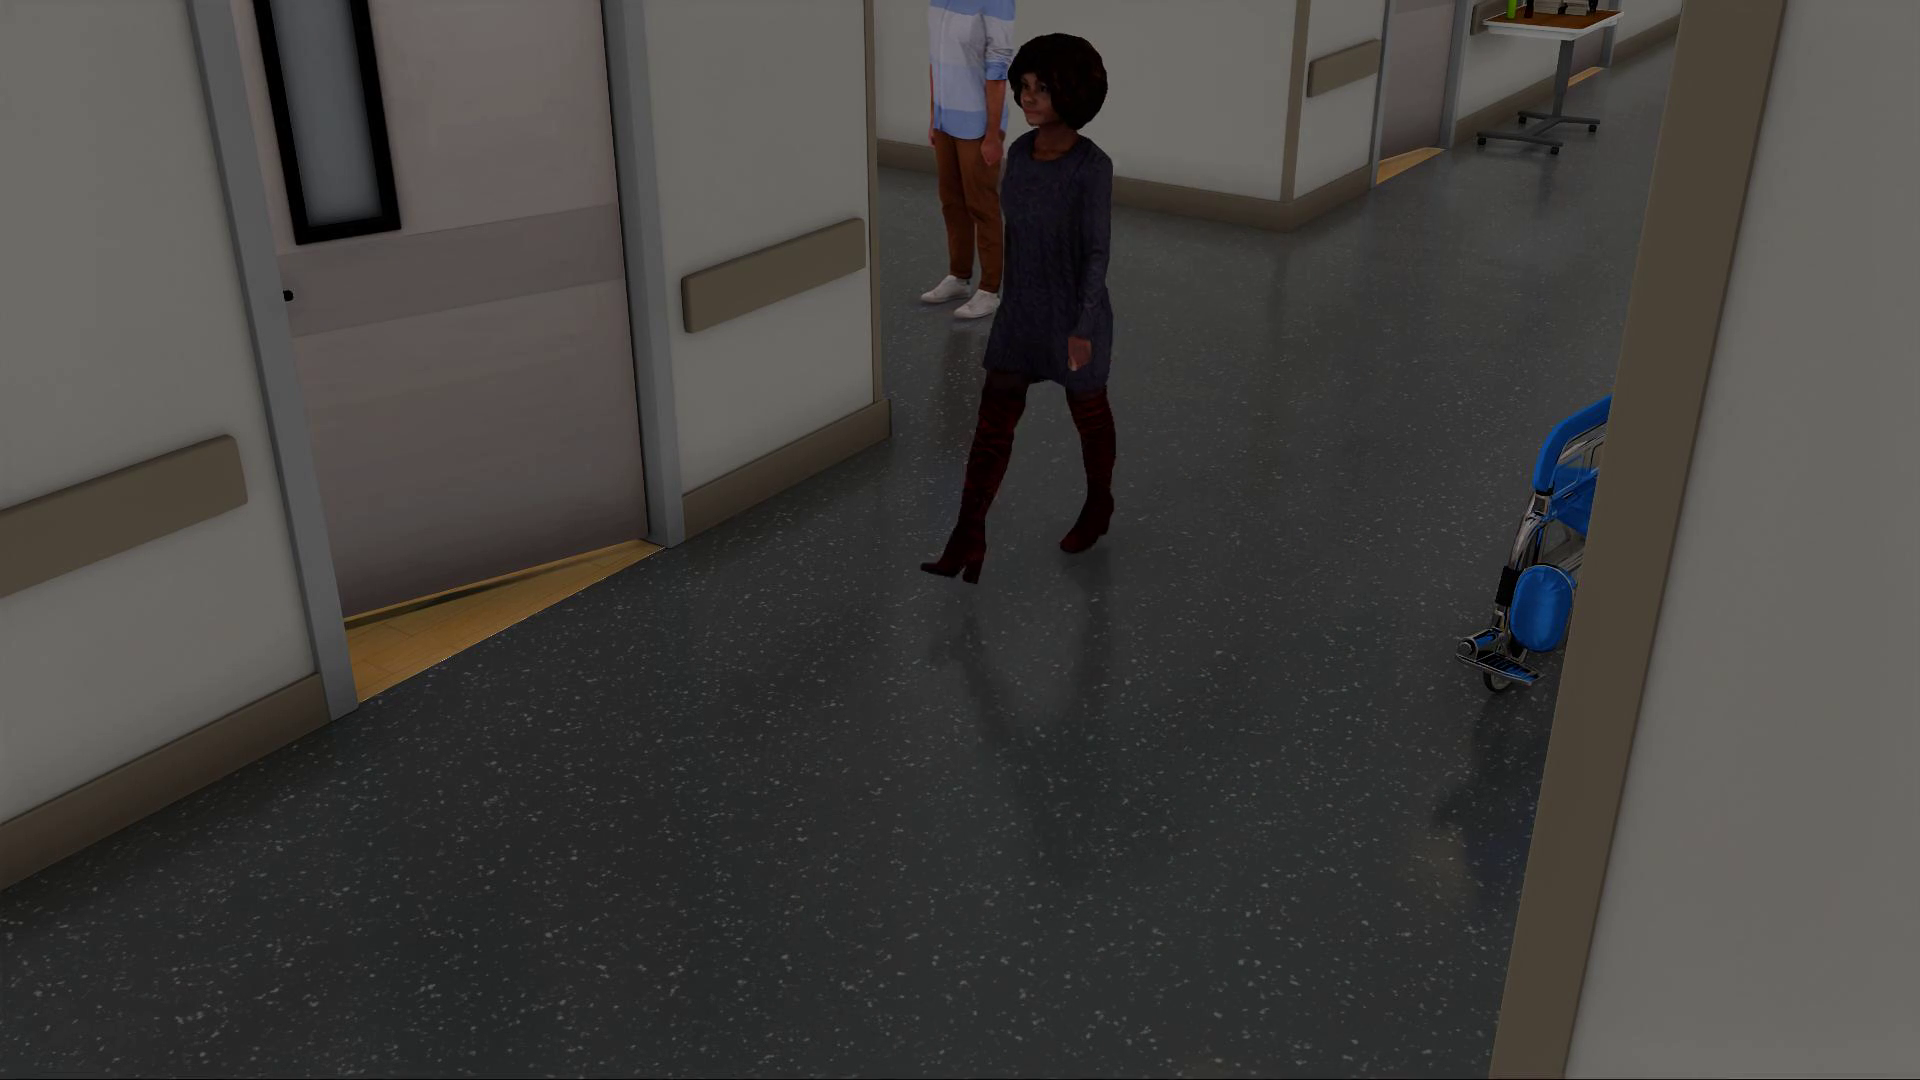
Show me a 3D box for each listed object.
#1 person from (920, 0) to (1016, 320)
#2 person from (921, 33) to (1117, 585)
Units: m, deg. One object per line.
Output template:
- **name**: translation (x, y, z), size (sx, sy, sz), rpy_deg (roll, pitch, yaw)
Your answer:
- **person**: translation (0.042, -1.953, 7.635), size (0.693, 1.823, 0.745), rpy_deg (-18, 31, -33)
- **person**: translation (0.355, -0.686, 5.180), size (0.708, 1.673, 1.080), rpy_deg (22, 33, 38)
